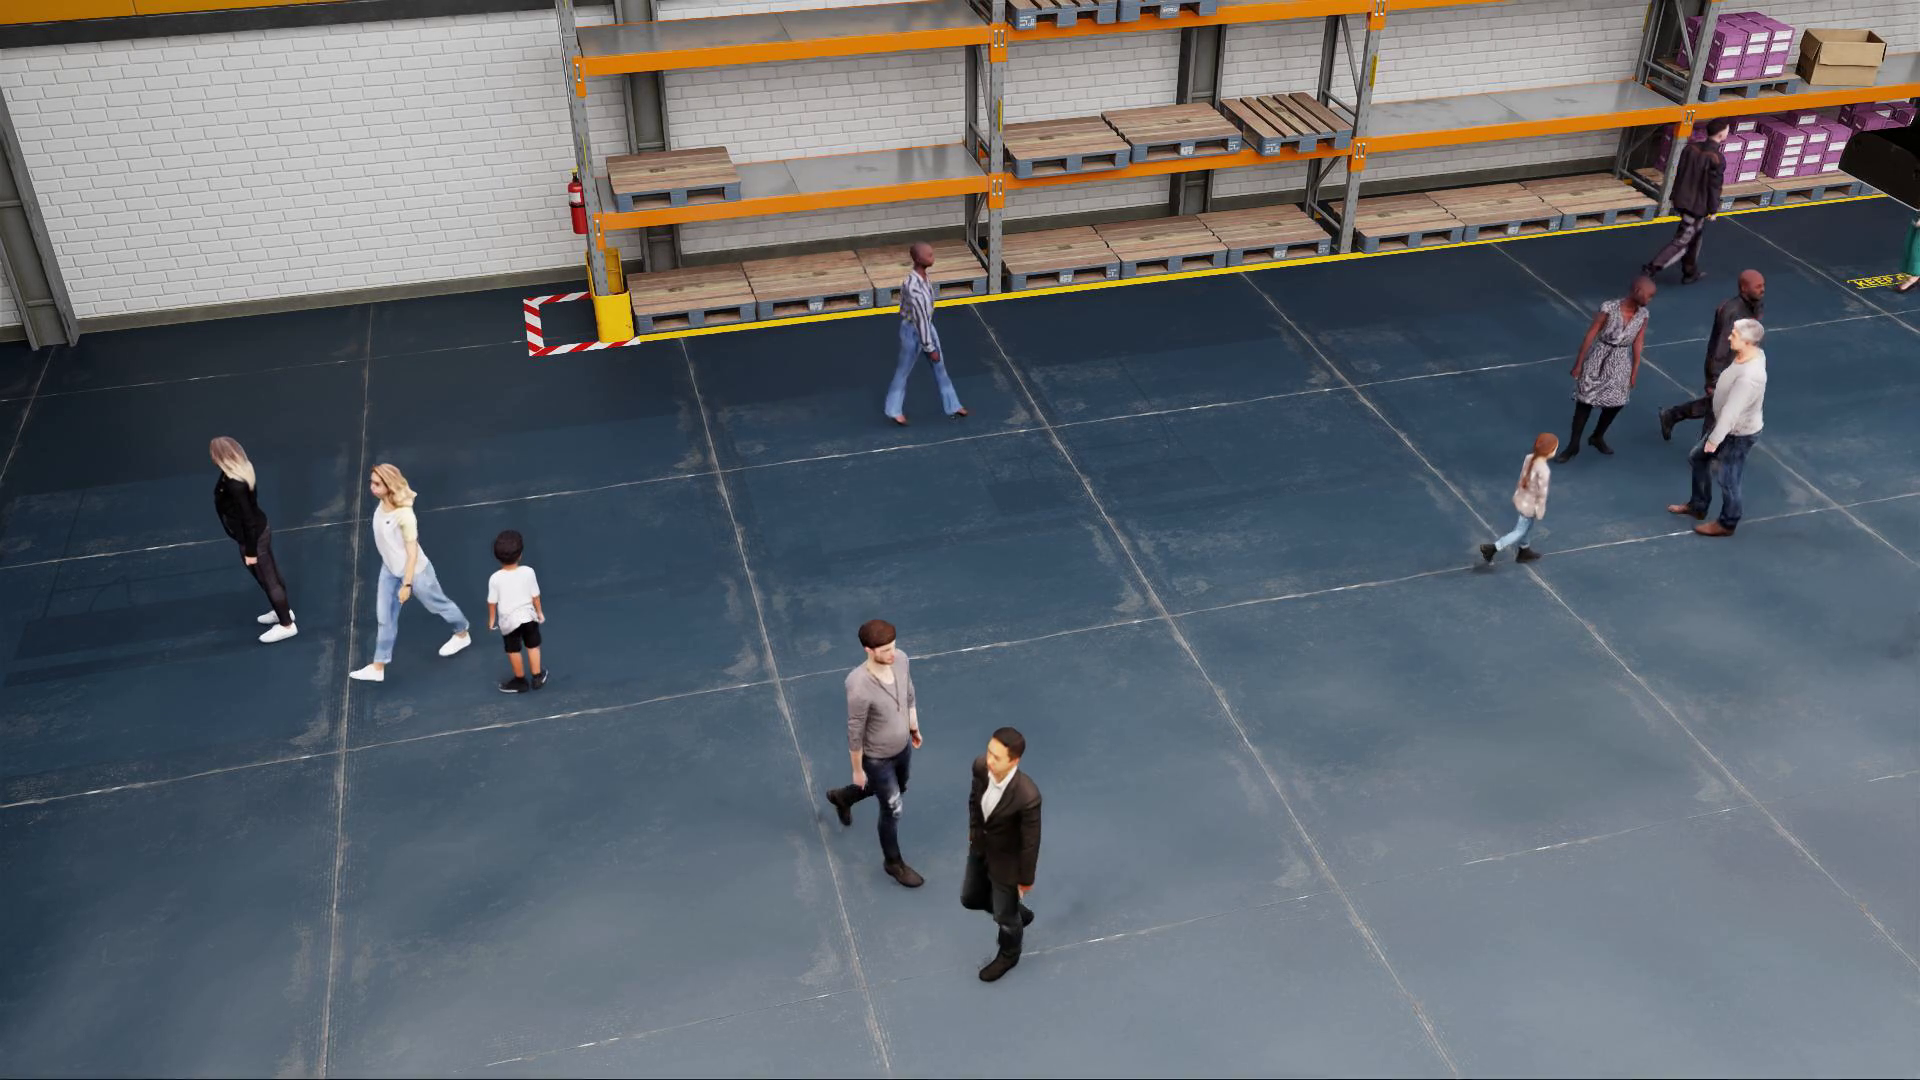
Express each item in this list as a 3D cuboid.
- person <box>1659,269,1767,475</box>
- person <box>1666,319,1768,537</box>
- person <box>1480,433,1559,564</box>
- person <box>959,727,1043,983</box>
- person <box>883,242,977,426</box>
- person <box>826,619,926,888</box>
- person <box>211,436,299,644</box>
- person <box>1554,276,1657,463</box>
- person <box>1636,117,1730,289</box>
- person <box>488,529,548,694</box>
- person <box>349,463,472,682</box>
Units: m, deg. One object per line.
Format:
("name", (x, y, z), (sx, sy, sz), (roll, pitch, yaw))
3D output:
("person", (6.407, -1.477, 14.120), (1.089, 1.800, 1.058), (-28, 43, -36))
("person", (6.191, -0.856, 13.111), (0.977, 1.884, 0.932), (9, 35, 13))
("person", (4.364, -0.287, 12.893), (0.799, 1.178, 0.574), (-6, 34, -9))
("person", (0.301, 1.719, 9.321), (0.854, 1.791, 0.830), (-25, 41, -32))
("person", (-0.474, -1.766, 14.593), (1.155, 1.759, 0.950), (8, 34, 11))
("person", (-0.520, 1.217, 9.994), (1.145, 1.883, 1.107), (21, 39, 28))
("person", (-5.103, -0.020, 12.034), (0.535, 1.685, 0.610), (-11, 35, -15))
("person", (5.404, -1.440, 14.099), (0.620, 1.762, 0.838), (8, 34, 12))
("person", (7.425, -3.402, 17.001), (1.194, 1.819, 0.766), (-9, 35, -14))
("person", (-3.090, 0.516, 11.622), (0.463, 1.248, 0.630), (-17, 37, -23))
("person", (-3.783, 0.207, 11.710), (1.023, 1.664, 1.237), (28, 42, 35))
